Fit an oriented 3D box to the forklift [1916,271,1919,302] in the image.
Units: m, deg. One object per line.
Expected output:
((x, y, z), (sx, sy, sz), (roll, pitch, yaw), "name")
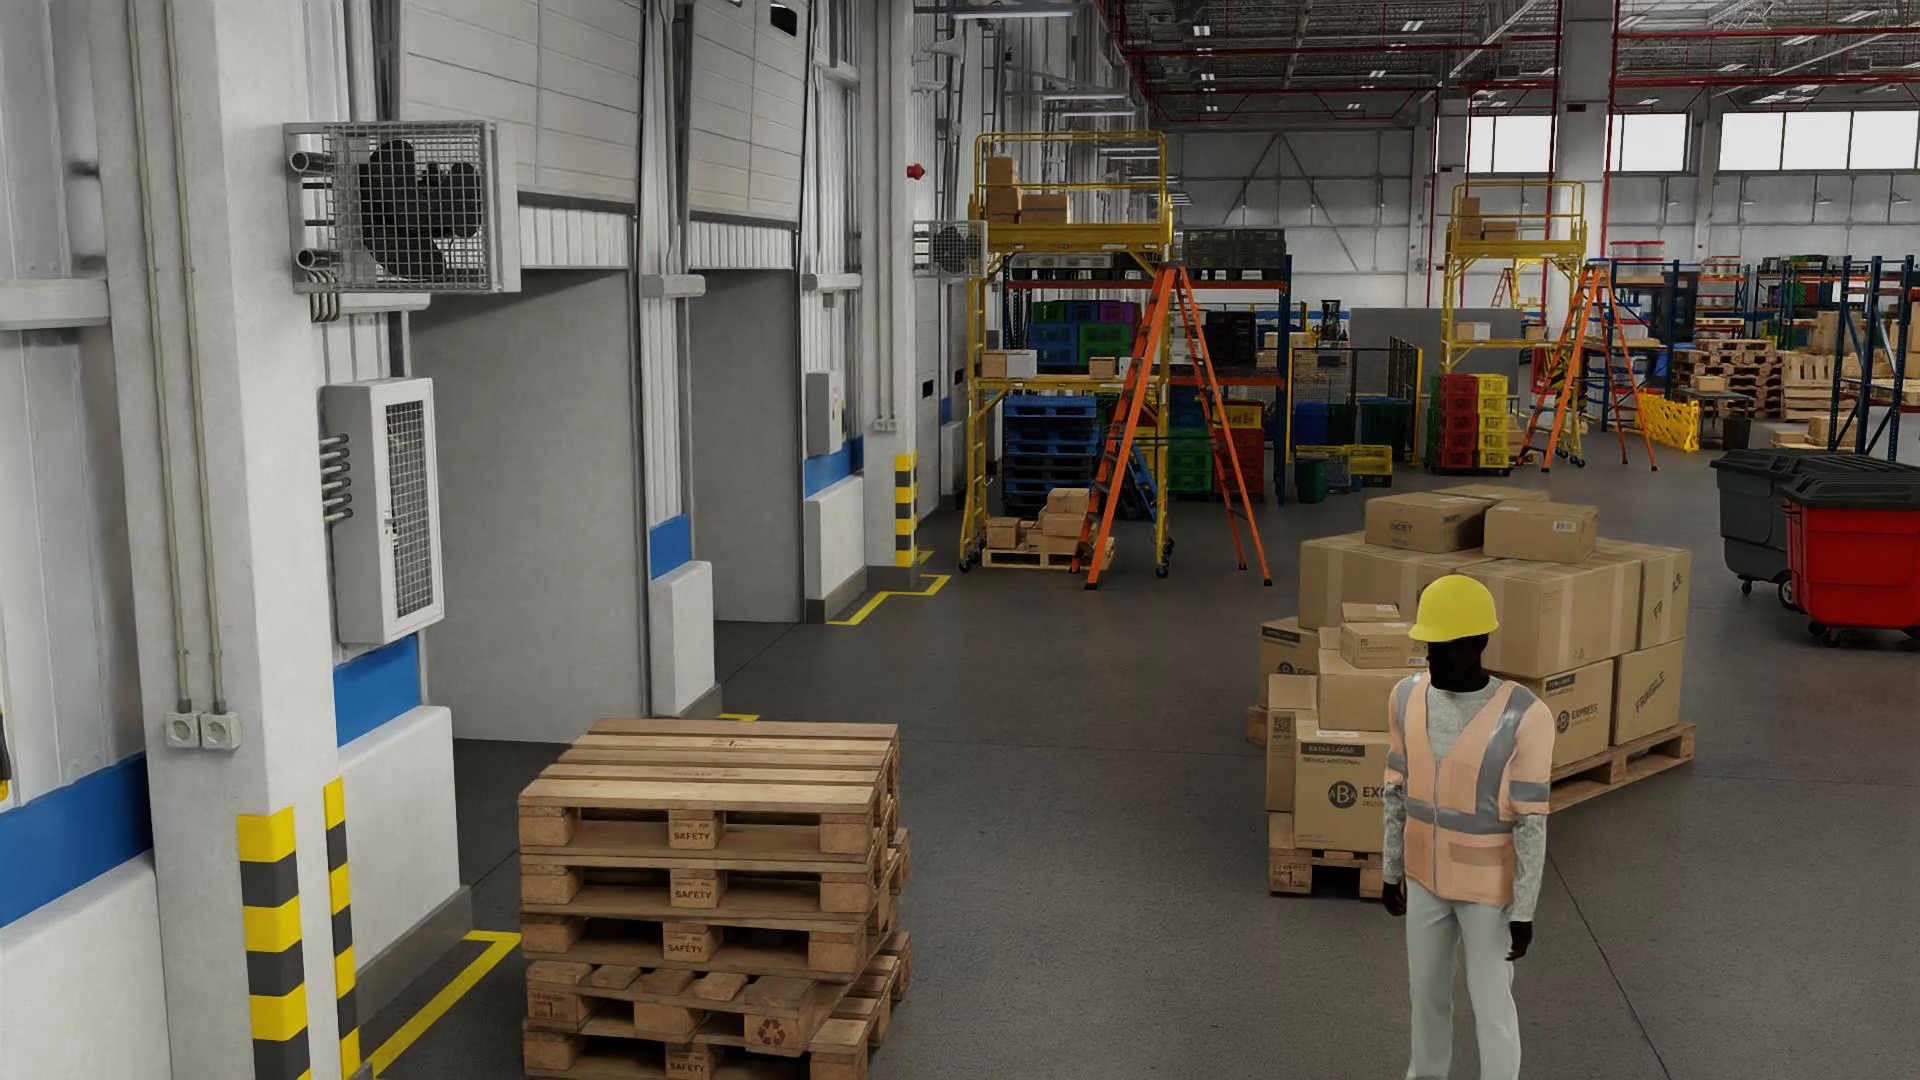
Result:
((27.383, -6.247, 47.292), (1.873, 2.768, 1.129), (4, 10, 24), "forklift")

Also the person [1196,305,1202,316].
((6.307, -5.294, 44.366), (0.544, 1.928, 0.393), (-8, 12, -40), "person")

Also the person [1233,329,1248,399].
((5.881, -3.584, 34.724), (0.312, 1.632, 0.519), (-5, 10, -27), "person")

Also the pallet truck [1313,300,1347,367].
((11.159, -6.200, 49.718), (0.823, 1.965, 1.885), (4, 10, 26), "pallet truck")

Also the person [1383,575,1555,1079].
((1.557, 1.054, 5.230), (0.393, 1.921, 0.585), (-7, 12, -38), "person")

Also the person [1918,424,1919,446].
((15.766, -2.358, 26.833), (0.485, 1.738, 0.320), (-4, 10, -22), "person")

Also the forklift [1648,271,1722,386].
((17.345, -5.090, 40.156), (1.129, 2.768, 1.873), (-4, 10, -24), "forklift")
